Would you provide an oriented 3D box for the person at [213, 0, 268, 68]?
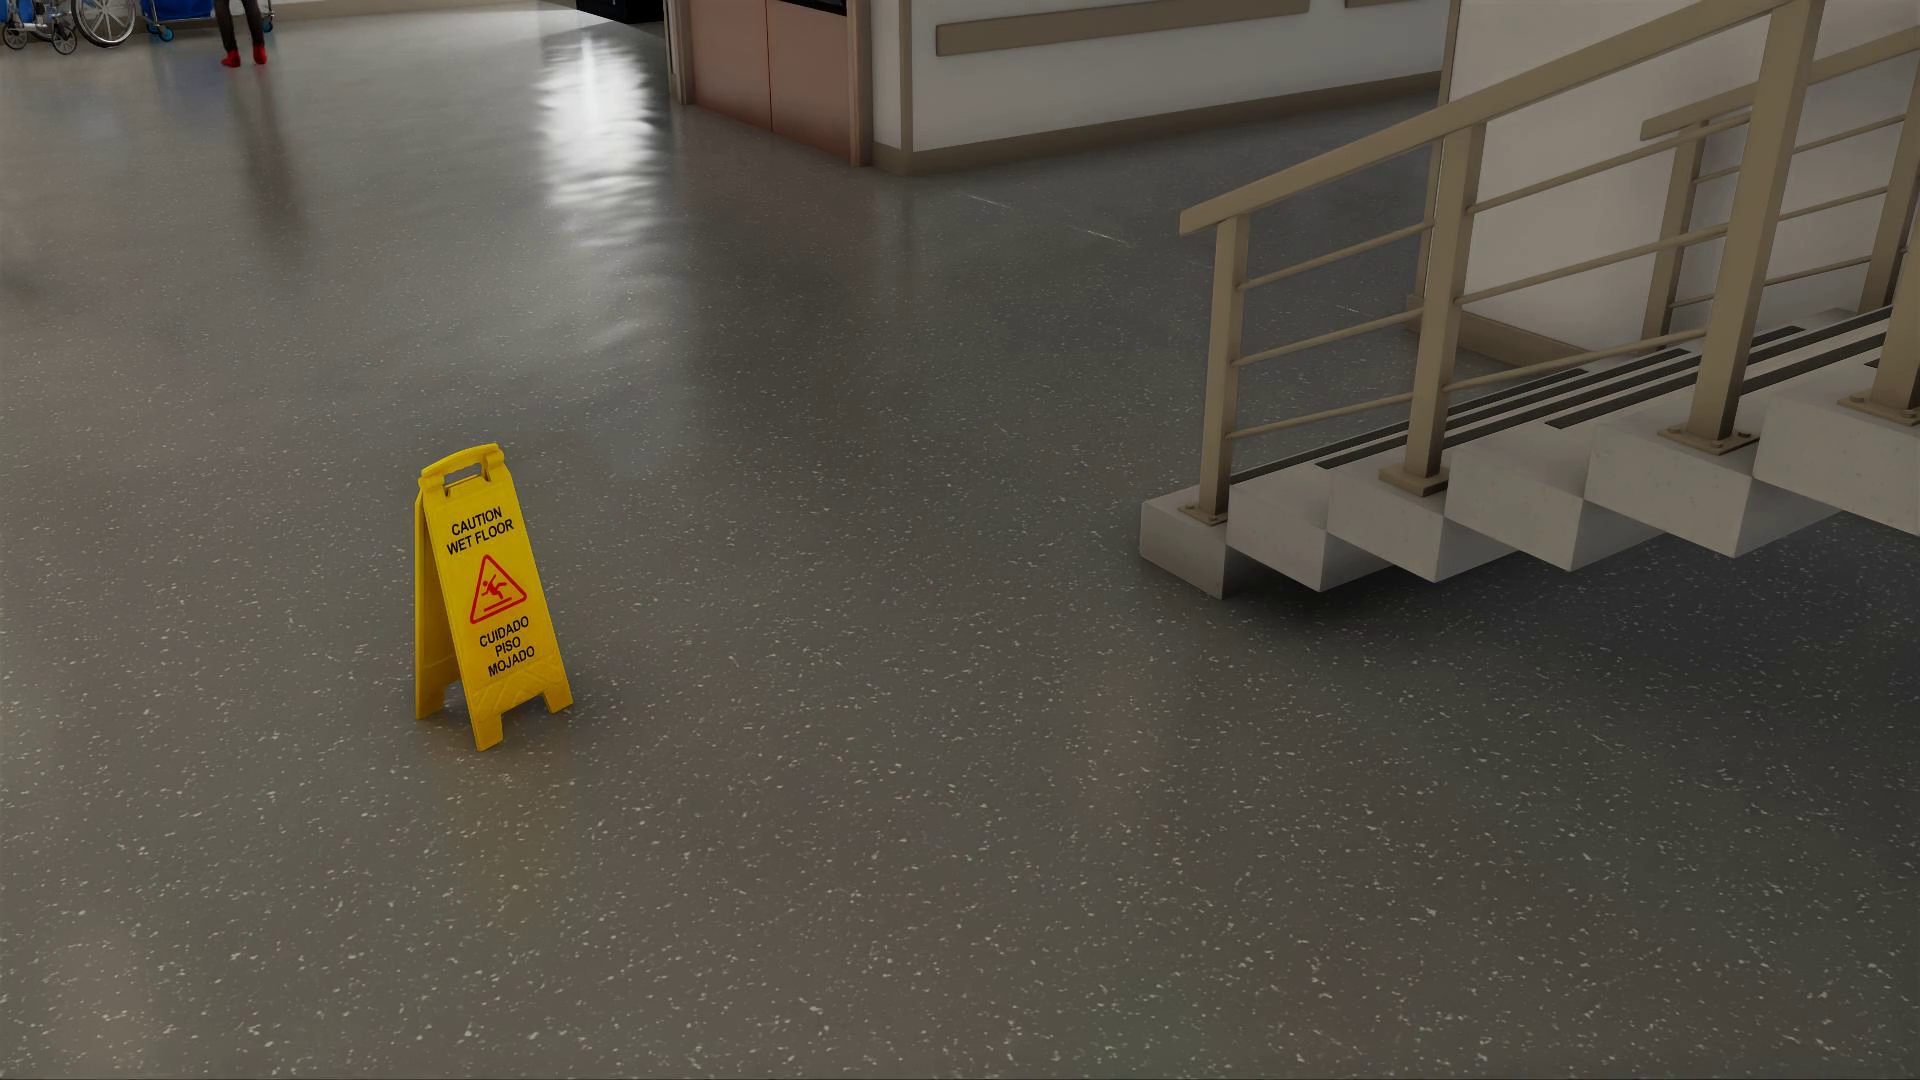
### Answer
[{"bbox_3d":[-5.972,-4.778,13.524,0.665,1.793,0.582,-15,29,-28],"label":"person"}]
